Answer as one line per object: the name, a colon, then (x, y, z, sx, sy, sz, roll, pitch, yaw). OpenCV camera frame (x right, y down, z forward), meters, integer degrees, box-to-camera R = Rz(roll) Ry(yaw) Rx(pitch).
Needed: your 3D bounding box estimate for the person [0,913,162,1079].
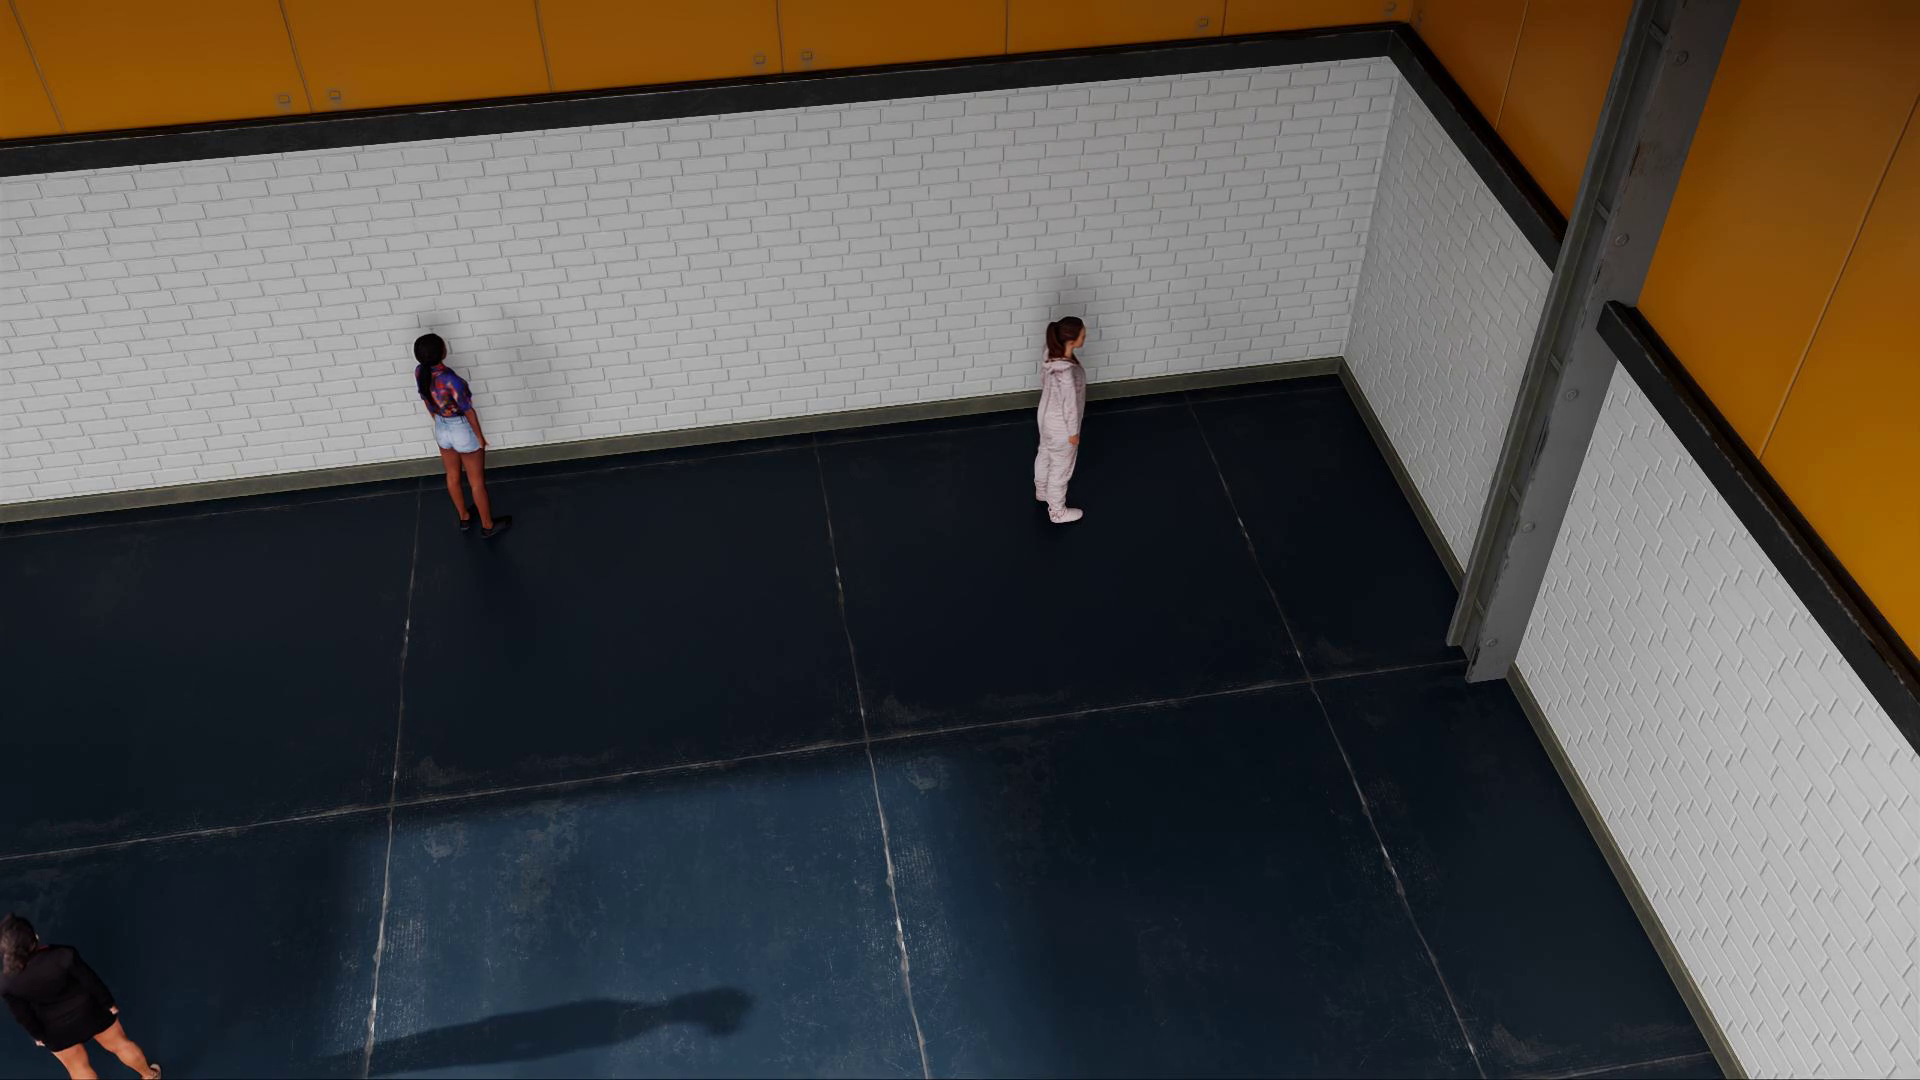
person: (-4.492, 2.416, 8.425, 0.654, 1.639, 0.707, -23, 48, -22)

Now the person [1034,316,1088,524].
person: (0.695, -0.872, 11.838, 0.732, 1.692, 0.560, -14, 45, -14)

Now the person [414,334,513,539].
person: (-3.532, -0.740, 11.663, 0.670, 1.743, 0.697, 18, 47, 18)
